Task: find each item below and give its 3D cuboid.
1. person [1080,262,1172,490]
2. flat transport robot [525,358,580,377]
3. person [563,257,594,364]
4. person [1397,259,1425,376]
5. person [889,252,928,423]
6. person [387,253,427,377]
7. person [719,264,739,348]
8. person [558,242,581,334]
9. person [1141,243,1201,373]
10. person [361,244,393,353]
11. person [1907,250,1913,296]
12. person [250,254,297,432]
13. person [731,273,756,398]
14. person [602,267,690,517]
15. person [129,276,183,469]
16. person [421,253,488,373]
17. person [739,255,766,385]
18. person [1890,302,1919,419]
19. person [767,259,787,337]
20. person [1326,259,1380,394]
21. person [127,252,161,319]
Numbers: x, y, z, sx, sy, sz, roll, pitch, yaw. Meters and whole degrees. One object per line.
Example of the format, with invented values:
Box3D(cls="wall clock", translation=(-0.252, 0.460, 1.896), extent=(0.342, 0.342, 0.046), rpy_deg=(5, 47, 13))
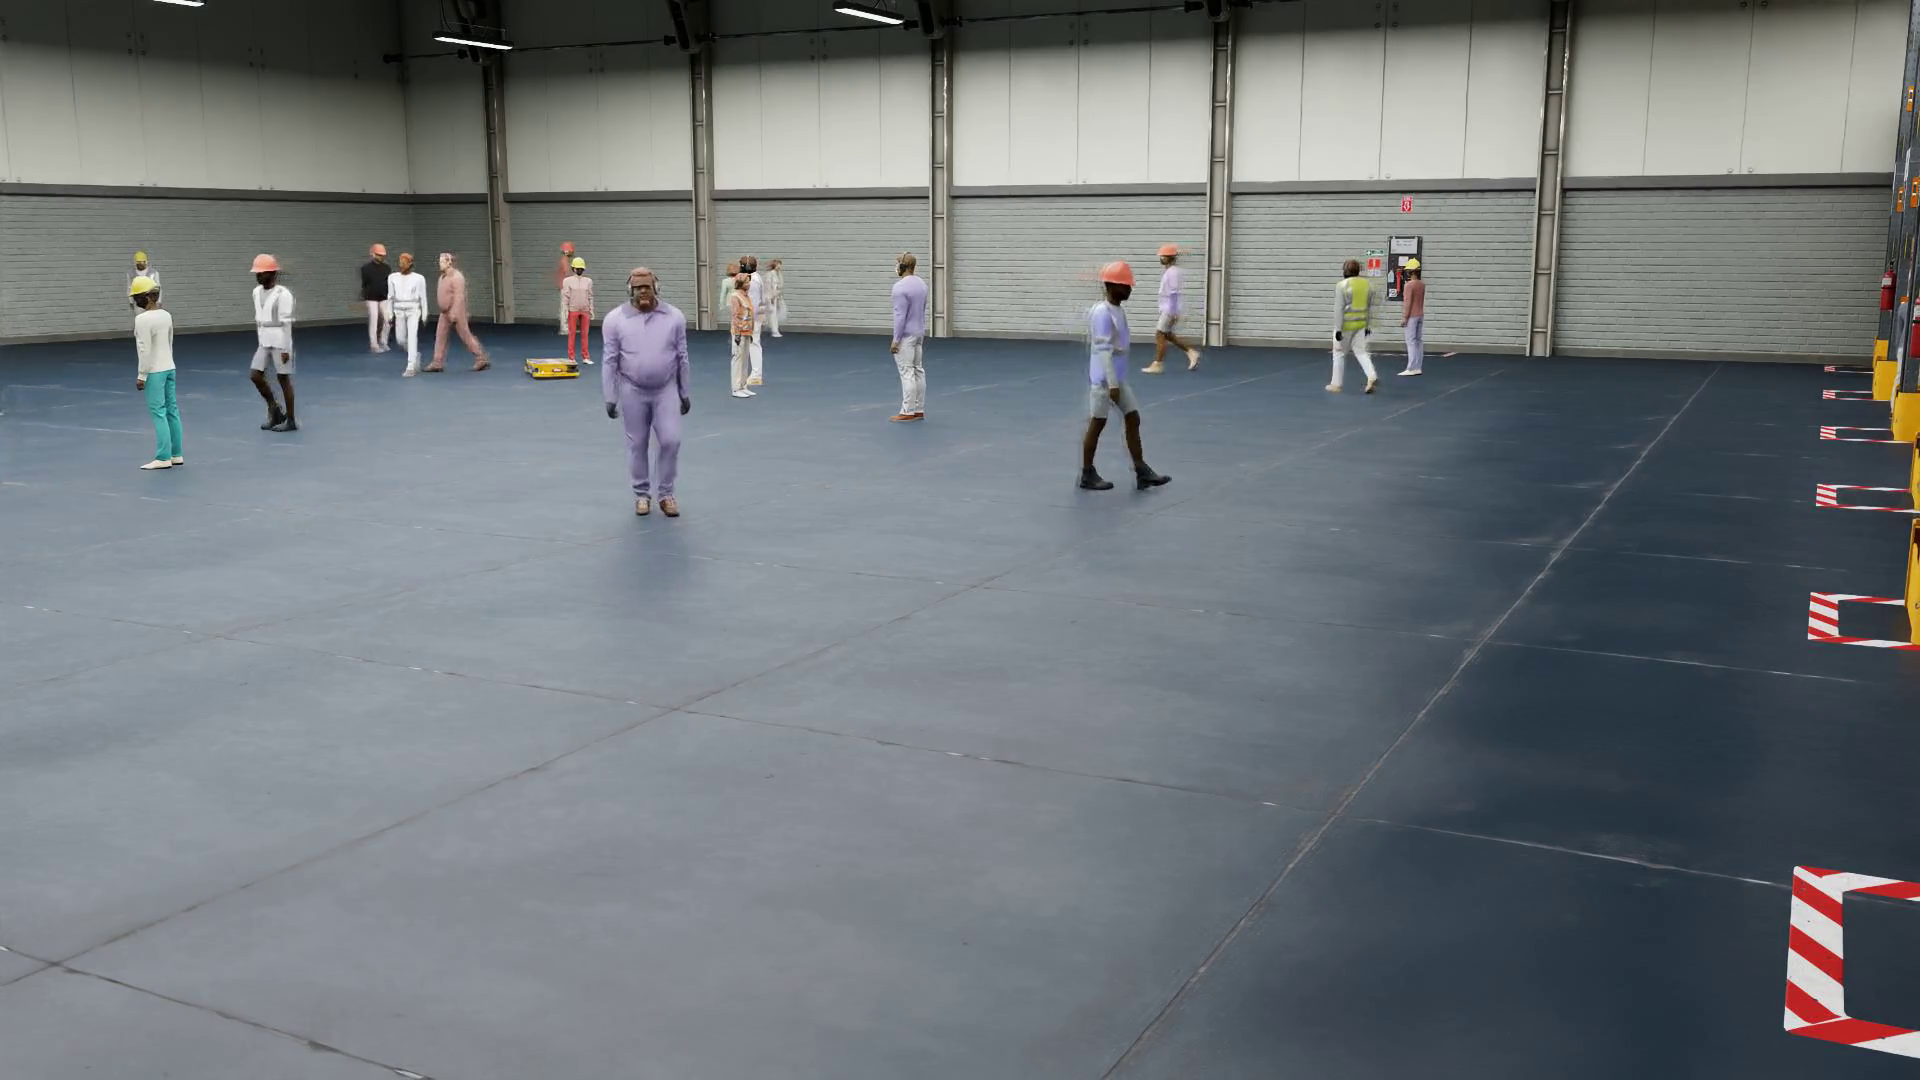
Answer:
Box3D(cls="person", translation=(1.374, -1.336, 13.783), extent=(0.880, 1.901, 0.580), rpy_deg=(5, 12, 26))
Box3D(cls="flat transport robot", translation=(-6.200, -2.621, 25.252), extent=(0.652, 0.197, 1.431), rpy_deg=(-4, 11, -20))
Box3D(cls="person", translation=(-6.285, -3.770, 27.441), extent=(0.524, 1.768, 0.311), rpy_deg=(-8, 13, -36))
Box3D(cls="person", translation=(6.863, -3.372, 25.270), extent=(0.330, 1.768, 0.526), rpy_deg=(10, 14, 43))
Box3D(cls="person", translation=(-0.596, -2.309, 19.007), extent=(0.365, 1.939, 0.635), rpy_deg=(5, 12, 26))
Box3D(cls="person", translation=(-8.399, -3.436, 25.354), extent=(0.587, 1.866, 0.716), rpy_deg=(1, 10, 4))
Box3D(cls="person", translation=(-4.251, -4.340, 30.998), extent=(0.523, 1.585, 0.825), rpy_deg=(-8, 13, -37))
Box3D(cls="person", translation=(-8.373, -5.401, 35.759), extent=(0.601, 1.969, 0.621), rpy_deg=(-1, 10, -8))
Box3D(cls="person", translation=(3.283, -3.566, 25.663), extent=(0.873, 2.021, 0.610), rpy_deg=(0, 10, -2))
Box3D(cls="person", translation=(-10.553, -4.377, 30.191), extent=(0.468, 1.971, 0.662), rpy_deg=(9, 14, 41))
Box3D(cls="person", translation=(13.999, -3.328, 24.646), extent=(0.410, 1.909, 0.643), rpy_deg=(5, 12, 27))
Box3D(cls="person", translation=(-7.445, -2.114, 17.982), extent=(0.589, 1.918, 0.502), rpy_deg=(5, 12, 27))
Box3D(cls="person", translation=(-2.875, -2.708, 21.990), extent=(0.314, 1.640, 0.516), rpy_deg=(2, 11, 13))
Box3D(cls="person", translation=(-2.354, -1.100, 12.555), extent=(0.668, 1.883, 0.664), rpy_deg=(-3, 11, -15))
Box3D(cls="person", translation=(-7.375, -1.528, 15.227), extent=(0.318, 1.764, 0.522), rpy_deg=(0, 10, 2))
Box3D(cls="person", translation=(-7.918, -3.553, 26.028), extent=(1.025, 1.857, 0.658), rpy_deg=(-10, 14, -44))
Box3D(cls="person", translation=(-2.989, -3.129, 23.739), extent=(0.429, 1.842, 0.630), rpy_deg=(-1, 10, -5))
Box3D(cls="person", translation=(11.023, -2.187, 19.196), extent=(0.280, 1.624, 0.494), rpy_deg=(-5, 11, -23))
Box3D(cls="person", translation=(-3.842, -5.060, 34.850), extent=(0.372, 1.624, 0.528), rpy_deg=(6, 12, 29))
Box3D(cls="person", translation=(5.340, -2.885, 22.496), extent=(0.639, 1.819, 0.852), rpy_deg=(-5, 12, -26))
Box3D(cls="person", translation=(-15.719, -4.639, 32.071), extent=(0.591, 1.813, 0.447), rpy_deg=(-4, 11, -21))
